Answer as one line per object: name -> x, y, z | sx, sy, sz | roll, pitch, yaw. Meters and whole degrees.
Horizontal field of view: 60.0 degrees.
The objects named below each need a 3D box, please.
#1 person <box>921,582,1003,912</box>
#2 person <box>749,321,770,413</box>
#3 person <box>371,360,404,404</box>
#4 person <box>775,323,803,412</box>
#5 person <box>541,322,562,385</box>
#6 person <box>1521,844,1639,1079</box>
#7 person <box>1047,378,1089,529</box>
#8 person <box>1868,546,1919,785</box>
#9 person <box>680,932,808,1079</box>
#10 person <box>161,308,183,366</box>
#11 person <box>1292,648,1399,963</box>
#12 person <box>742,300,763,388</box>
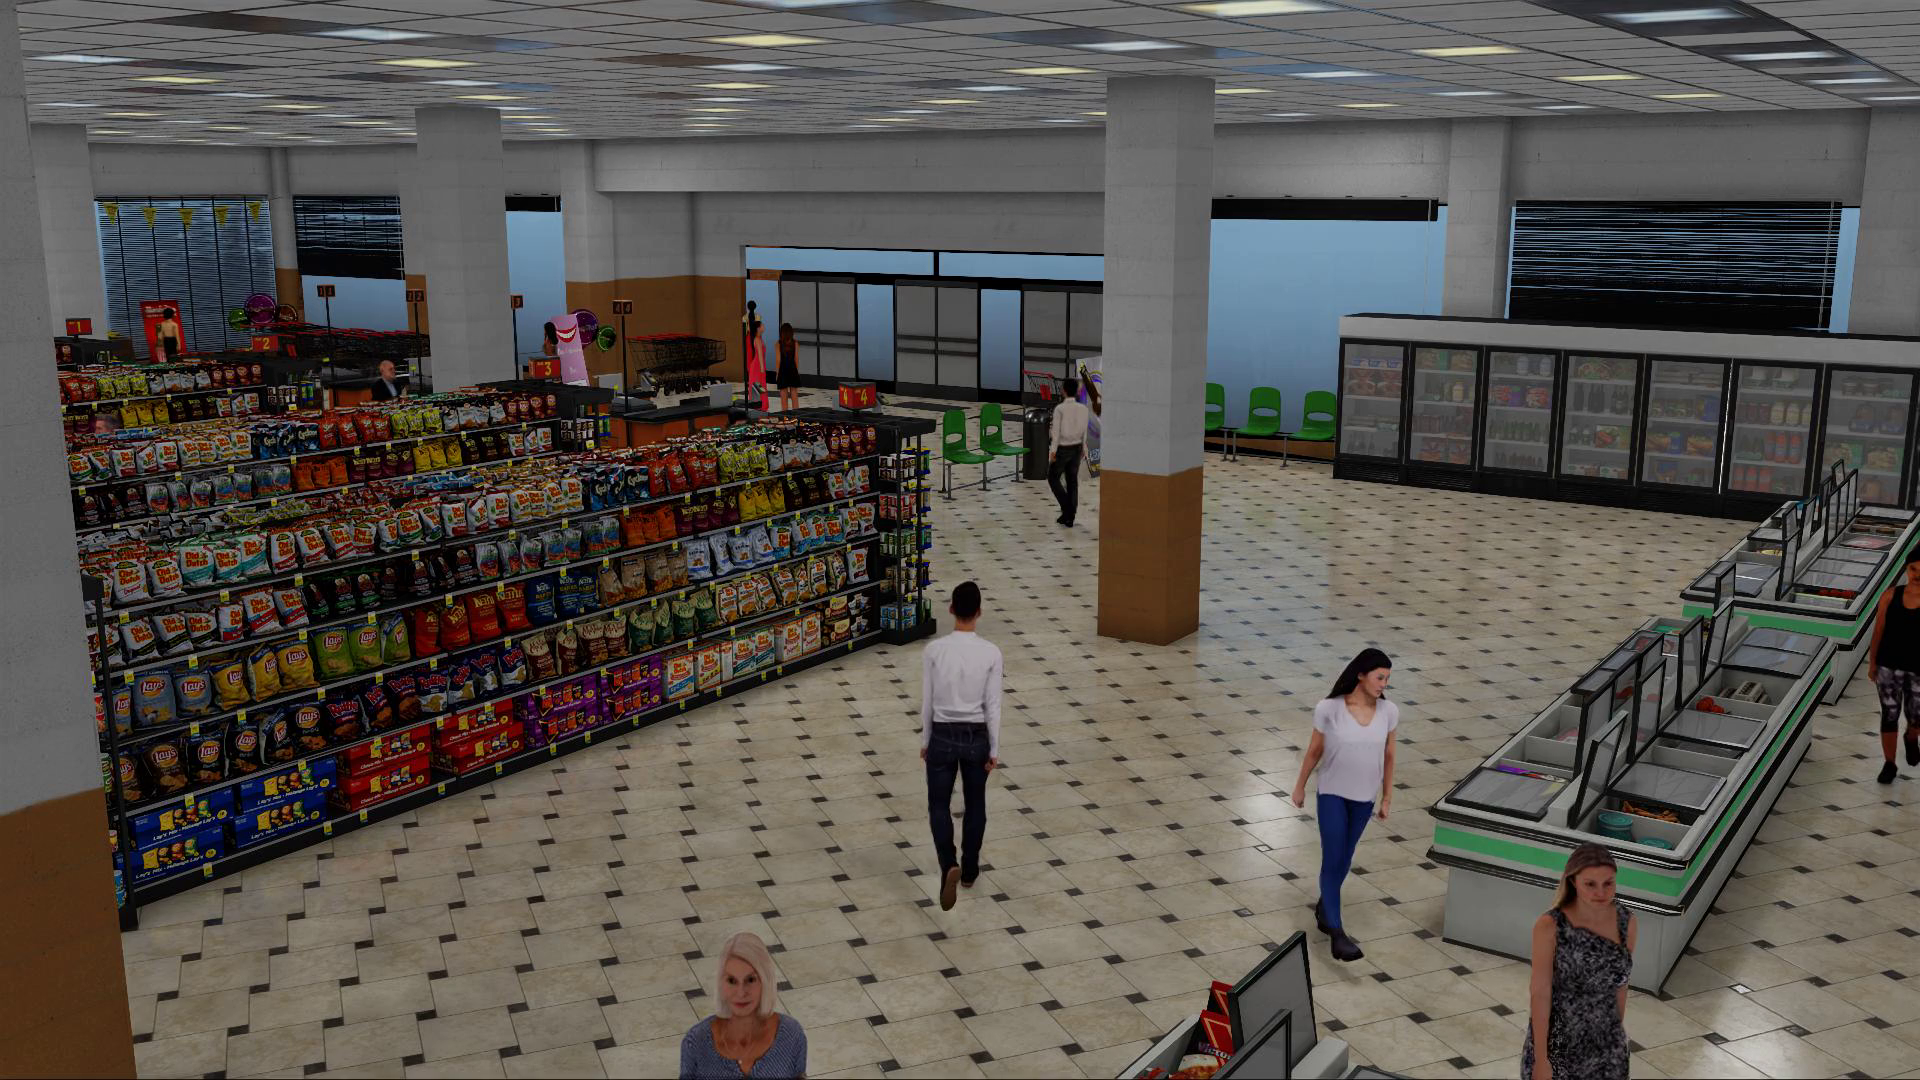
person -> -0.008, 1.183, 9.455 | 0.996, 1.839, 1.141 | 0, 12, 0
person -> -3.652, -3.105, 30.088 | 0.757, 1.727, 0.716 | -4, 12, -17
person -> -7.787, -1.528, 22.516 | 1.038, 1.761, 1.218 | 3, 12, 13
person -> -2.922, -2.764, 28.208 | 0.638, 1.834, 0.731 | -4, 13, -20
person -> -7.553, -3.215, 30.811 | 0.784, 1.644, 0.640 | 2, 12, 7
person -> 2.292, 1.925, 6.361 | 1.023, 1.661, 1.162 | -1, 12, -5
person -> 1.349, -1.037, 20.081 | 0.746, 1.804, 0.855 | -6, 13, -27
person -> 6.542, 0.845, 11.501 | 0.598, 1.656, 0.738 | 9, 15, 36
person -> -0.702, 2.091, 5.425 | 0.652, 1.722, 0.714 | -2, 12, -10
person -> -16.318, -3.947, 34.295 | 0.766, 1.642, 0.884 | 2, 12, 9
person -> 2.062, 1.388, 8.973 | 1.039, 1.635, 1.119 | -1, 12, -3
person -> -4.308, -4.078, 34.552 | 0.632, 1.793, 0.737 | -5, 13, -23
